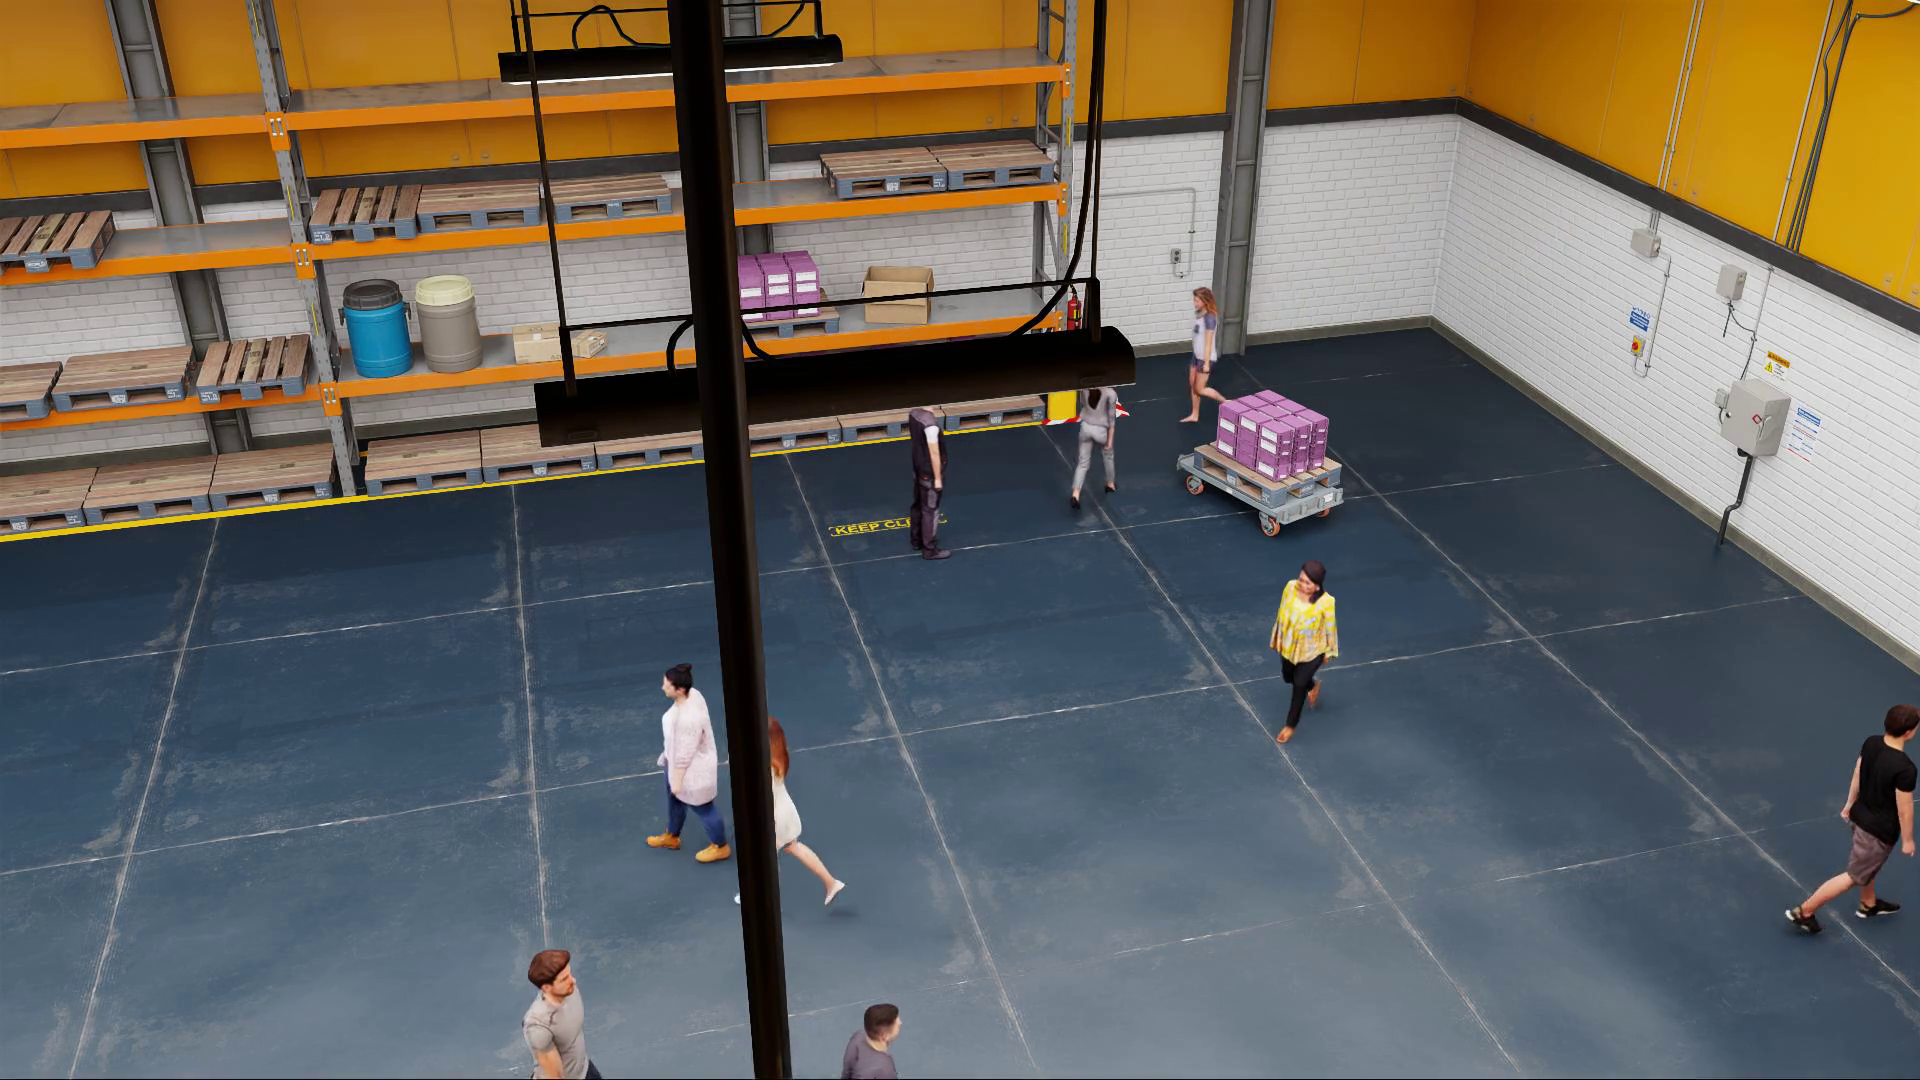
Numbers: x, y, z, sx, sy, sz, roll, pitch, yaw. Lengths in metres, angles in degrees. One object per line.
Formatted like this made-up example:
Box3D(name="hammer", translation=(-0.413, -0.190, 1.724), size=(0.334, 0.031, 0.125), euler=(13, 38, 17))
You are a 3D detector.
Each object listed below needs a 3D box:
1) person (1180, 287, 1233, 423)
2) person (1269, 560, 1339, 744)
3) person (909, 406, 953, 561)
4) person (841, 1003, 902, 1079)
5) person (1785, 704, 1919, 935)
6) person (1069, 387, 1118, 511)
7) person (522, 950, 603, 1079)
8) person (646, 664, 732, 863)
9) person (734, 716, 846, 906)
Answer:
Box3D(name="person", translation=(2.856, -2.089, 19.040), size=(0.797, 1.704, 0.639), euler=(-4, 29, -7))
Box3D(name="person", translation=(2.864, 0.863, 13.700), size=(0.977, 1.636, 1.101), euler=(25, 37, 37))
Box3D(name="person", translation=(-0.327, -0.698, 16.340), size=(0.623, 1.848, 0.677), euler=(-12, 31, -21))
Box3D(name="person", translation=(-0.600, 3.299, 9.145), size=(1.202, 1.721, 0.858), euler=(-15, 32, -26))
Box3D(name="person", translation=(6.242, 1.962, 11.473), size=(1.225, 1.839, 0.879), euler=(0, 29, -1))
Box3D(name="person", translation=(1.353, -1.057, 17.220), size=(1.057, 1.636, 1.128), euler=(16, 32, 27))
Box3D(name="person", translation=(-2.344, 3.076, 9.427), size=(1.275, 1.842, 1.059), euler=(8, 30, 14))
Box3D(name="person", translation=(-1.886, 1.633, 12.197), size=(0.878, 1.722, 0.744), euler=(-4, 29, -8))
Box3D(name="person", translation=(-1.225, 1.941, 11.665), size=(1.104, 1.692, 0.919), euler=(8, 30, 15))
